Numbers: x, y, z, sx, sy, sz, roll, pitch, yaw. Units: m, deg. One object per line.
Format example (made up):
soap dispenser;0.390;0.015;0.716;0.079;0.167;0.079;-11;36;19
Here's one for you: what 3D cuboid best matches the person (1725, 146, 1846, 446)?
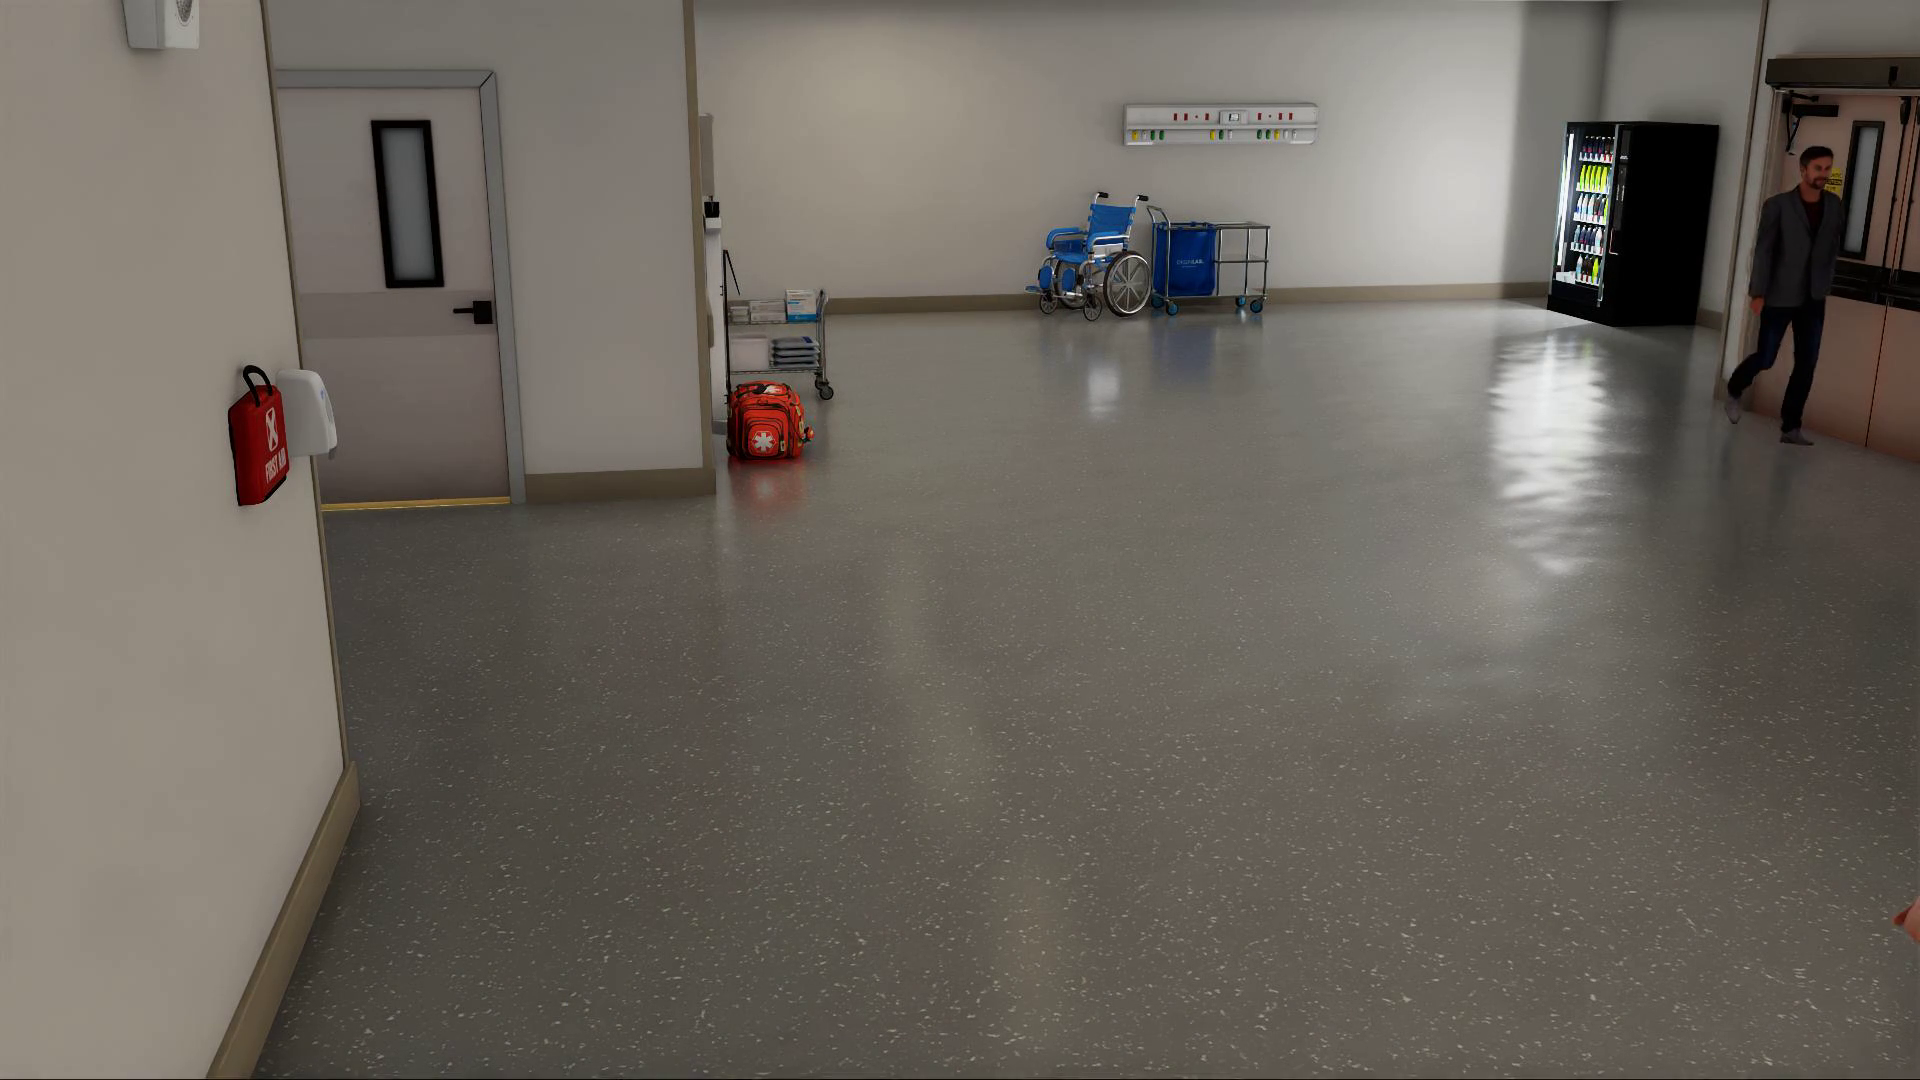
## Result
person;5.235;-1.543;10.550;0.821;1.844;1.135;0;16;-1
